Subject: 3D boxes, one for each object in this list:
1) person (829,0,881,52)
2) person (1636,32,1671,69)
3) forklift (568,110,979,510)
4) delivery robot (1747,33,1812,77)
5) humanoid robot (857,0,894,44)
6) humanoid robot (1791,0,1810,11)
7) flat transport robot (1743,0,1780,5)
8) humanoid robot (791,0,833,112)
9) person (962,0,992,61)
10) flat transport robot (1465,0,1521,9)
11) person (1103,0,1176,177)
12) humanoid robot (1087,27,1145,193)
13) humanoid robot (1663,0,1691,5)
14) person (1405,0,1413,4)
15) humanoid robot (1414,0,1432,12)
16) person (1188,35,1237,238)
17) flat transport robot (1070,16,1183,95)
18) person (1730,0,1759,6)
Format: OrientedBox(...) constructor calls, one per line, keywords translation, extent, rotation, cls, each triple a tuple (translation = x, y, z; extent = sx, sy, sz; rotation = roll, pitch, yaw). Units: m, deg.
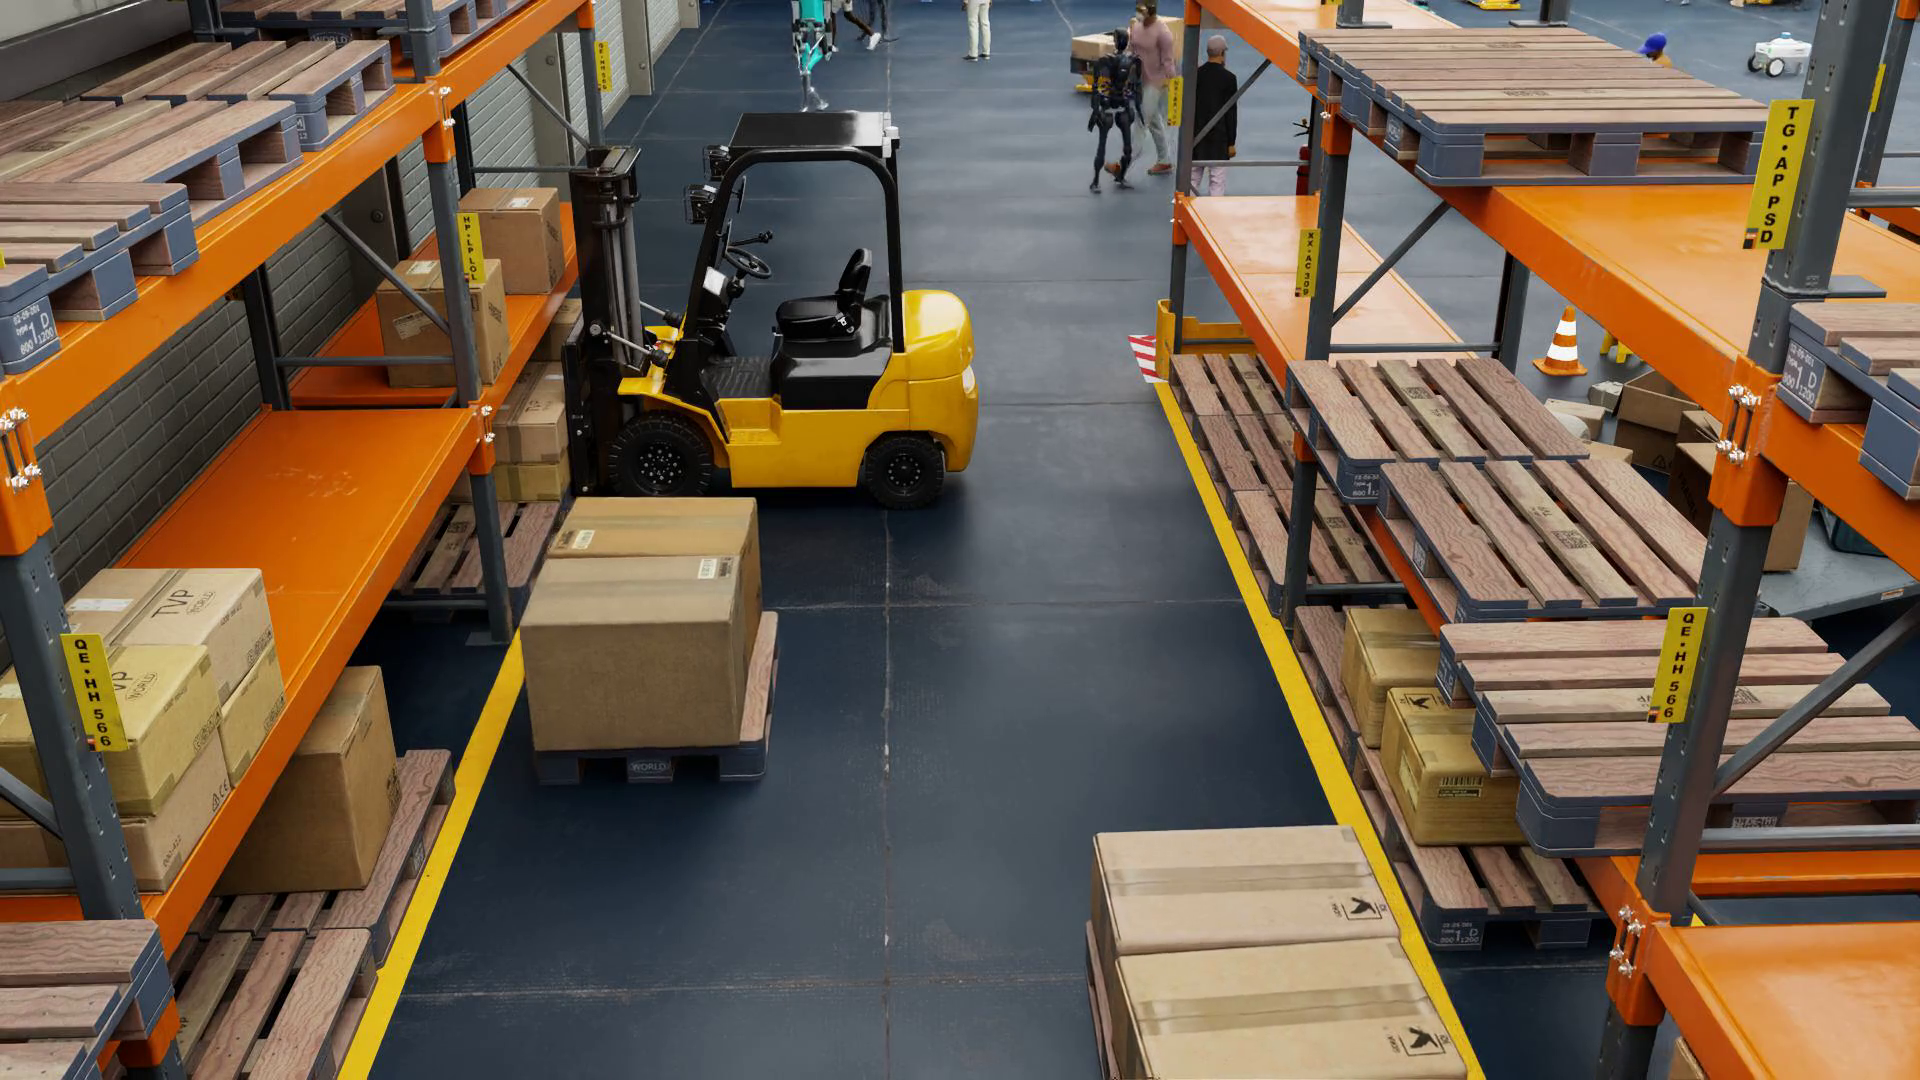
OrientedBox(translation=(-1.696, -8.282, 25.017), extent=(0.933, 1.841, 0.551), rotation=(0, 25, 1), cls="person")
OrientedBox(translation=(6.891, -4.209, 16.568), extent=(0.339, 1.675, 0.642), rotation=(20, 32, 36), cls="person")
OrientedBox(translation=(-1.043, -1.379, 9.976), extent=(2.313, 2.155, 1.214), rotation=(-1, 25, -2), cls="forklift")
OrientedBox(translation=(11.557, -6.831, 23.444), extent=(0.774, 0.602, 0.525), rotation=(-5, 26, -10), cls="delivery robot")
OrientedBox(translation=(-1.304, -8.579, 25.868), extent=(0.463, 1.646, 0.616), rotation=(10, 27, 19), cls="humanoid robot")
OrientedBox(translation=(14.865, -10.113, 29.066), extent=(0.334, 1.654, 0.589), rotation=(20, 32, 35), cls="humanoid robot")
OrientedBox(translation=(14.796, -9.974, 30.425), extent=(1.431, 0.231, 0.659), rotation=(-16, 30, -30), cls="flat transport robot")
OrientedBox(translation=(-1.898, -6.016, 20.400), extent=(0.546, 1.771, 1.034), rotation=(8, 26, 16), cls="humanoid robot")
OrientedBox(translation=(0.245, -7.944, 24.385), extent=(0.573, 1.749, 0.334), rotation=(-20, 32, -35), cls="person")
OrientedBox(translation=(9.534, -9.740, 29.929), extent=(0.659, 0.231, 1.431), rotation=(-1, 25, -1), cls="flat transport robot")
OrientedBox(translation=(1.869, -4.738, 17.430), extent=(1.020, 1.884, 0.639), rotation=(-12, 28, -24), cls="person")
OrientedBox(translation=(1.585, -4.408, 17.000), extent=(0.613, 1.639, 0.386), rotation=(-9, 27, -18), cls="humanoid robot")
OrientedBox(translation=(12.999, -10.444, 29.738), extent=(0.538, 1.765, 0.959), rotation=(-4, 26, -9), cls="humanoid robot")
OrientedBox(translation=(6.787, -8.451, 25.369), extent=(0.395, 1.839, 0.566), rotation=(20, 32, 36), cls="person")
OrientedBox(translation=(5.315, -5.219, 18.676), extent=(0.741, 1.810, 0.548), rotation=(12, 28, 24), cls="humanoid robot")
OrientedBox(translation=(2.266, -3.645, 15.181), extent=(0.544, 1.850, 0.409), rotation=(21, 32, 37), cls="person")
OrientedBox(translation=(2.271, -6.191, 22.415), extent=(0.659, 0.231, 1.431), rotation=(23, 34, 40), cls="flat transport robot")
OrientedBox(translation=(13.982, -10.437, 29.539), extent=(0.593, 1.858, 0.450), rotation=(-9, 27, -17), cls="person")
